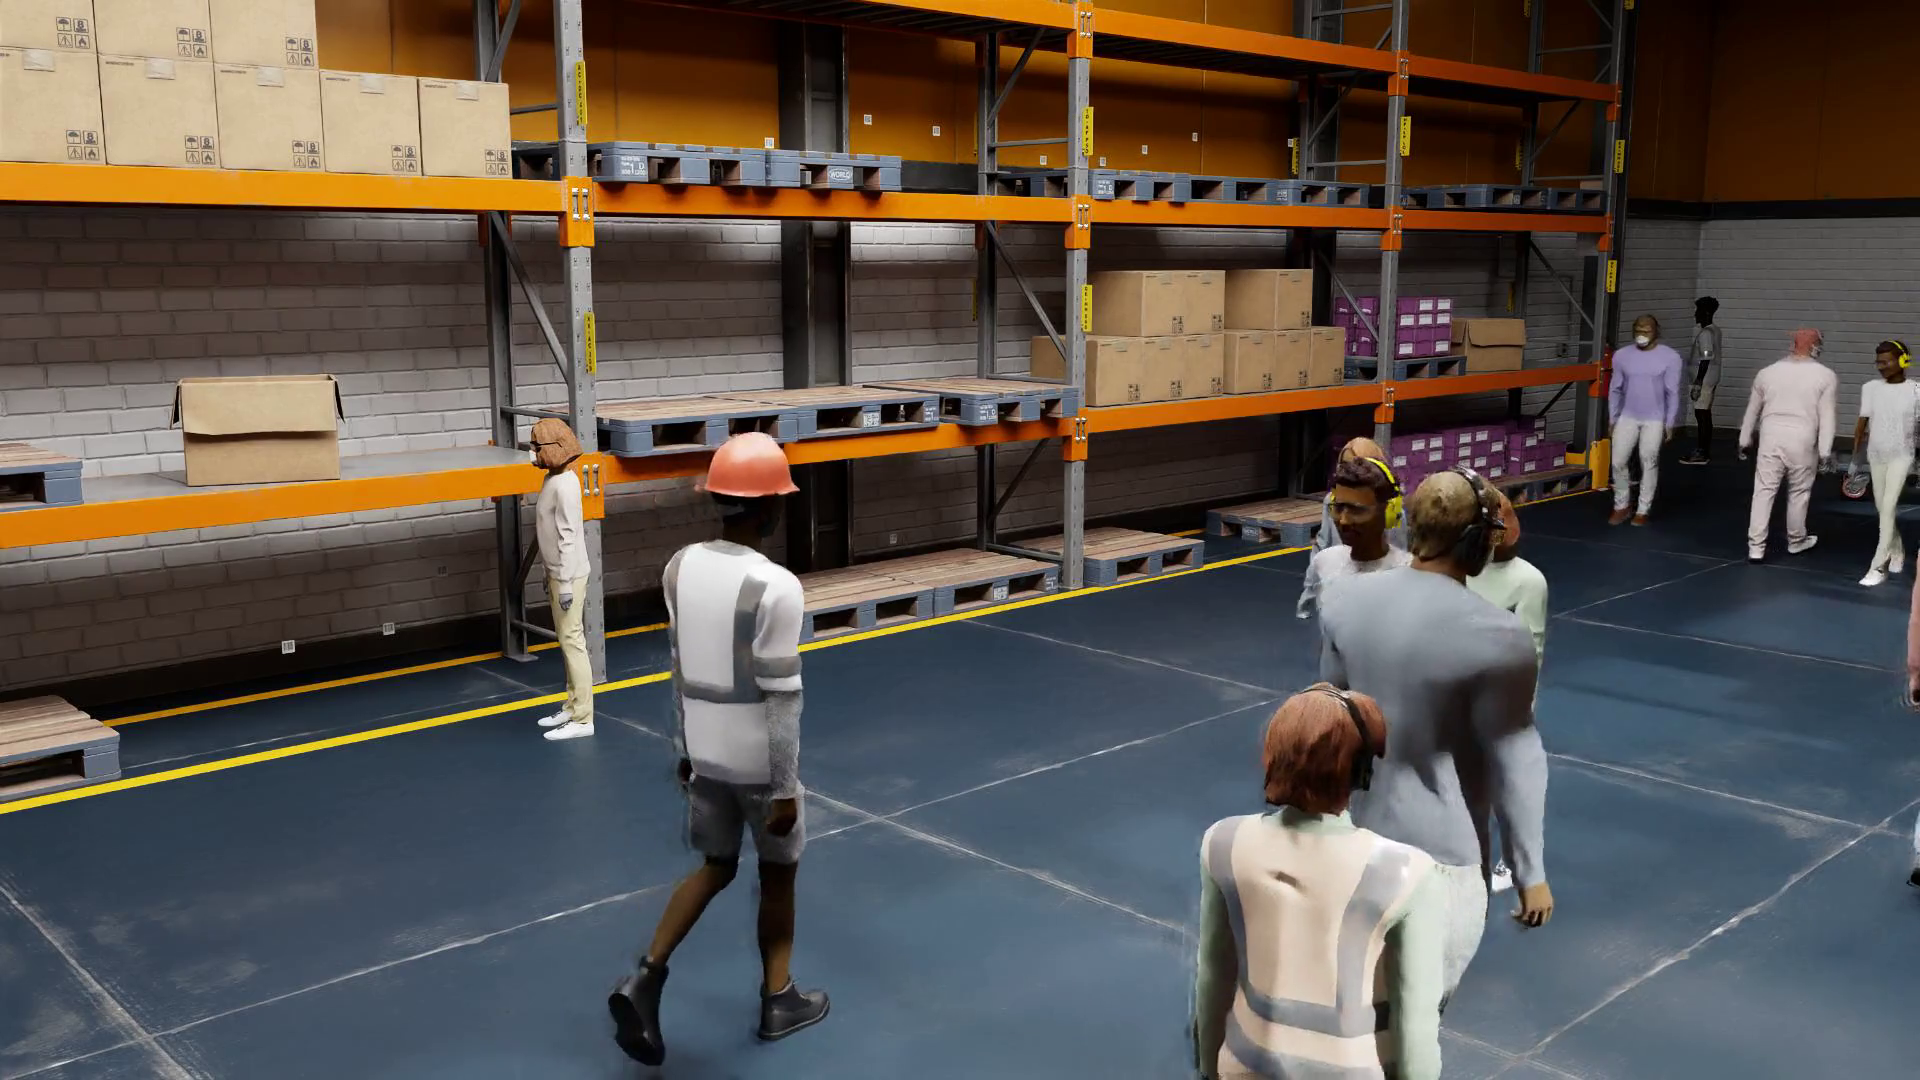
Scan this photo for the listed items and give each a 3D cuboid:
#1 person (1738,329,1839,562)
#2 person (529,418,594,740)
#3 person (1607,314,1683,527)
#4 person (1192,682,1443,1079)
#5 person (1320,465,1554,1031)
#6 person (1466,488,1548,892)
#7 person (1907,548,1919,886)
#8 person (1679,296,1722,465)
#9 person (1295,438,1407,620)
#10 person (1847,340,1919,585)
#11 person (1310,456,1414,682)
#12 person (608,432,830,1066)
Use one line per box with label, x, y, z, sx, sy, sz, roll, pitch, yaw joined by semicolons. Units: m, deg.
person;6.607;-0.752;13.278;0.979;1.843;0.778;-9;13;-44
person;-2.016;0.193;8.425;0.277;1.629;0.497;-4;10;-20
person;6.087;-1.054;14.874;0.657;1.916;0.578;8;12;38
person;0.644;1.085;3.184;0.514;1.620;0.537;9;13;42
person;1.211;0.766;4.217;0.535;1.920;0.627;-4;11;-25
person;1.908;0.590;6.184;0.843;1.580;0.522;-8;13;-40
person;3.775;0.527;6.102;0.396;1.747;0.526;-7;12;-35
person;8.694;-1.864;19.471;0.368;1.966;0.602;6;12;33
person;1.916;0.294;7.951;0.891;1.588;0.498;-5;11;-27
person;7.039;-0.601;12.555;0.954;1.823;0.535;-8;12;-38
person;1.340;0.624;5.363;0.962;1.825;0.516;-9;13;-43
person;-0.700;0.640;4.954;0.558;1.922;0.741;7;12;37
